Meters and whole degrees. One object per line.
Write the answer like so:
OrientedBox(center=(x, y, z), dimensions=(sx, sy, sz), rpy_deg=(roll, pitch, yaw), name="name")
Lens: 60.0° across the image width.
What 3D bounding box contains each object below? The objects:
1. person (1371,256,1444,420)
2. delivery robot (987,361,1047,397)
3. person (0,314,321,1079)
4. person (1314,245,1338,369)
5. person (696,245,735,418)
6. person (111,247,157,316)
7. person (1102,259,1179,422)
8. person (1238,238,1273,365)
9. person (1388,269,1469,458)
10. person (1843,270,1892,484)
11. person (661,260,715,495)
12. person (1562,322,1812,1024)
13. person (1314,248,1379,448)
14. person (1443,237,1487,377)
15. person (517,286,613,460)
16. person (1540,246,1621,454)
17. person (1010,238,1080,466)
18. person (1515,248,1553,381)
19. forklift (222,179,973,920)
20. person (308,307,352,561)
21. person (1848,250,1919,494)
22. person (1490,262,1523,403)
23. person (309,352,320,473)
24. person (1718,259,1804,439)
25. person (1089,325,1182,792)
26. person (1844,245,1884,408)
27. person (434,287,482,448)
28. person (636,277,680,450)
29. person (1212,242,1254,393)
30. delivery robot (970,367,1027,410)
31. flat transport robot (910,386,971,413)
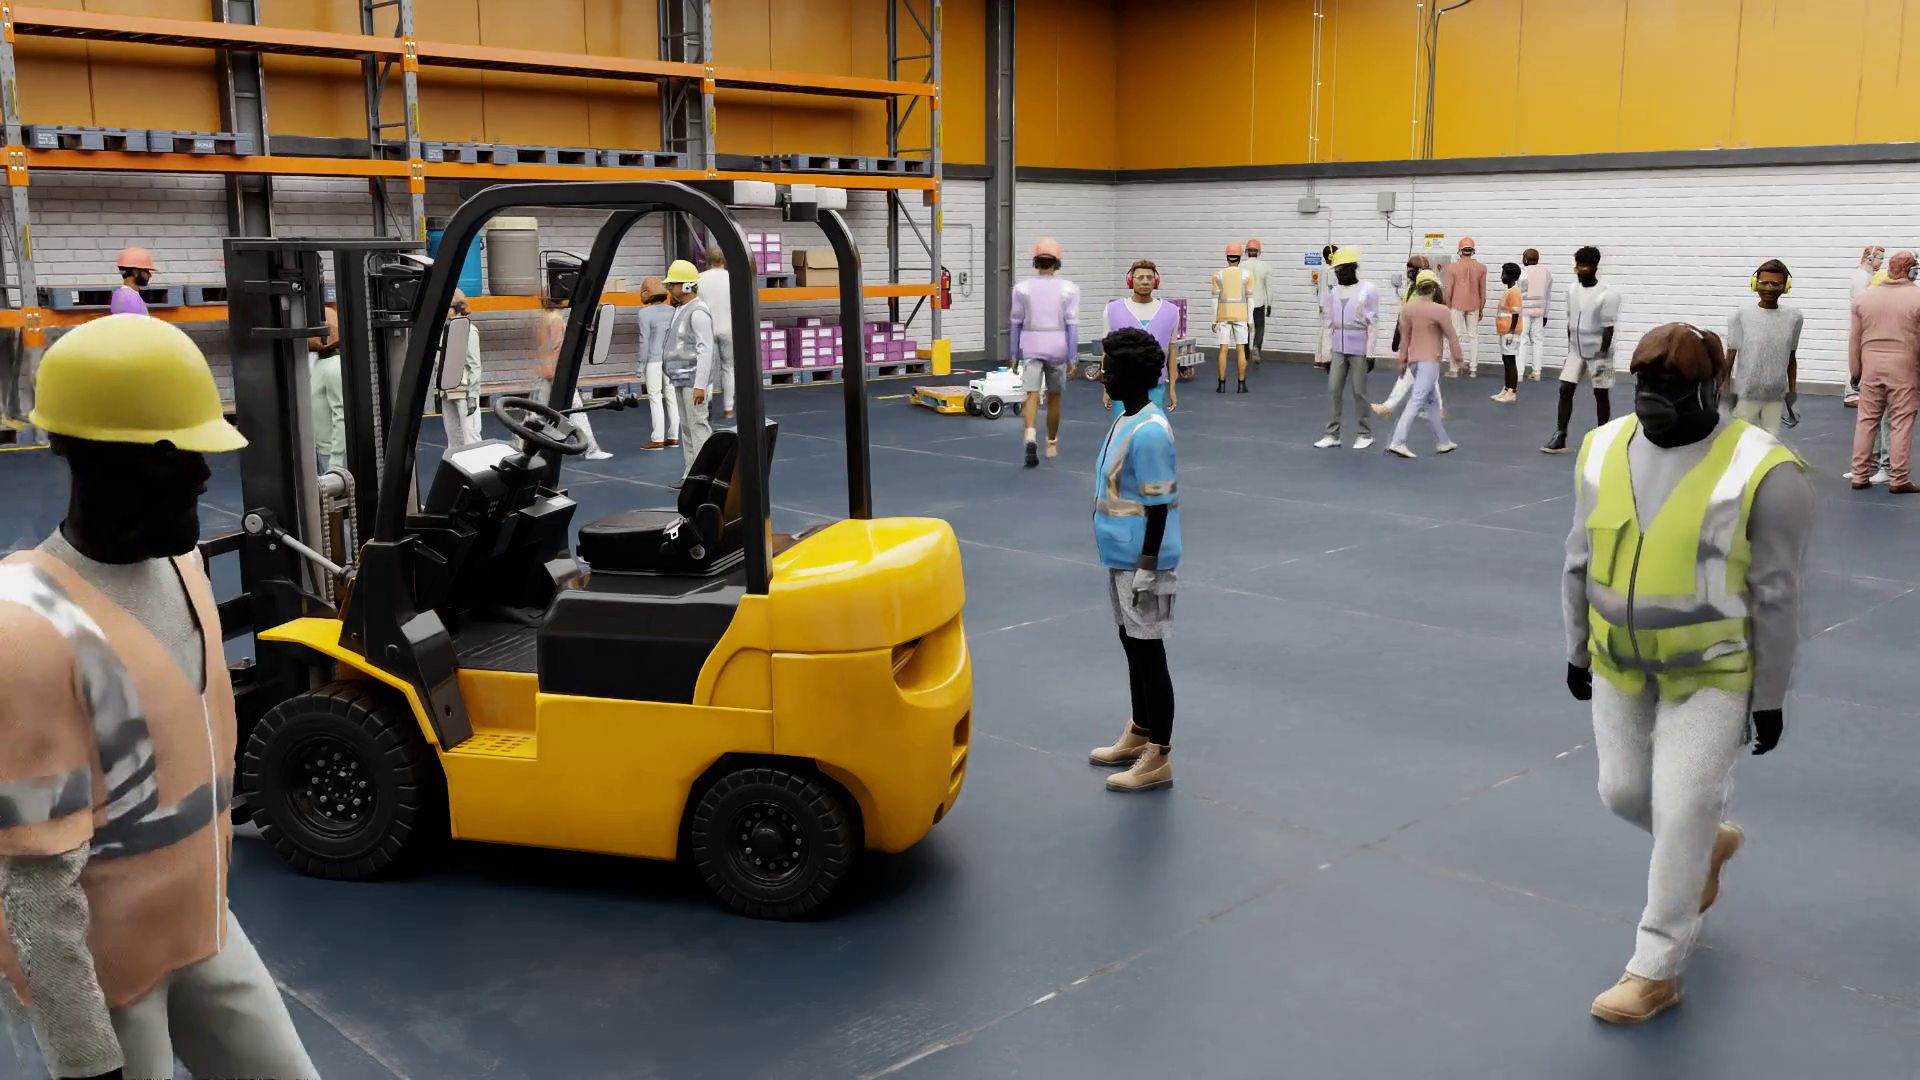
OrientedBox(center=(4.946, -2.210, 18.265), dimensions=(0.959, 1.789, 0.657), rpy_deg=(-2, 11, -9), name="person")
OrientedBox(center=(0.667, -1.850, 19.433), dimensions=(0.707, 0.478, 0.477), rpy_deg=(0, 10, -1), name="delivery robot")
OrientedBox(center=(-1.248, 0.613, 2.555), dimensions=(0.429, 1.906, 0.605), rpy_deg=(0, 10, -2), name="person")
OrientedBox(center=(5.607, -3.541, 25.346), dimensions=(0.328, 1.862, 0.518), rpy_deg=(-2, 11, -11), name="person")
OrientedBox(center=(-2.642, -2.265, 18.218), dimensions=(0.647, 1.921, 0.752), rpy_deg=(-1, 10, -3), name="person")
OrientedBox(center=(-6.766, -1.442, 13.719), dimensions=(0.391, 1.929, 0.561), rpy_deg=(-6, 12, -30), name="person")
OrientedBox(center=(1.317, -1.125, 12.199), dimensions=(0.565, 1.850, 0.390), rpy_deg=(-1, 10, -4), name="person")
OrientedBox(center=(4.502, -3.663, 25.690), dimensions=(0.644, 1.977, 0.700), rpy_deg=(2, 11, 12), name="person")
OrientedBox(center=(4.280, -1.617, 15.266), dimensions=(0.912, 1.713, 0.594), rpy_deg=(-5, 12, -25), name="person")
OrientedBox(center=(7.527, -1.330, 13.614), dimensions=(0.325, 1.740, 0.492), rpy_deg=(0, 10, 0), name="person")
OrientedBox(center=(-2.110, -1.248, 12.918), dimensions=(0.403, 1.830, 0.600), rpy_deg=(-5, 11, -25), name="person")
OrientedBox(center=(1.950, 0.318, 4.442), dimensions=(0.775, 1.815, 0.644), rpy_deg=(-8, 13, -36), name="person")
OrientedBox(center=(3.721, -1.795, 15.825), dimensions=(0.486, 1.917, 0.602), rpy_deg=(-8, 13, -38), name="person")
OrientedBox(center=(7.185, -3.311, 23.723), dimensions=(0.612, 1.996, 0.389), rpy_deg=(0, 10, -2), name="person")
OrientedBox(center=(-3.607, -1.490, 14.881), dimensions=(0.850, 1.600, 0.523), rpy_deg=(-4, 11, -21), name="person")
OrientedBox(center=(5.732, -1.724, 15.272), dimensions=(0.810, 1.917, 0.605), rpy_deg=(-7, 12, -32), name="person")
OrientedBox(center=(0.741, -1.666, 14.745), dimensions=(0.614, 2.012, 0.964), rpy_deg=(1, 10, 7), name="person")
OrientedBox(center=(7.902, -3.128, 23.147), dimensions=(0.626, 1.843, 0.430), rpy_deg=(-2, 11, -12), name="person")
OrientedBox(center=(-1.114, -0.058, 5.440), dimensions=(2.313, 2.155, 1.214), rpy_deg=(2, 11, 13), name="forklift")
OrientedBox(center=(-3.480, -0.469, 9.214), dimensions=(0.279, 1.633, 0.505), rpy_deg=(-6, 12, -28), name="person")
OrientedBox(center=(7.365, -1.323, 13.124), dimensions=(0.403, 1.906, 0.651), rpy_deg=(-8, 13, -37), name="person")
OrientedBox(center=(6.648, -2.509, 20.162), dimensions=(0.315, 1.697, 0.553), rpy_deg=(2, 11, 9), name="person")
OrientedBox(center=(-5.638, -1.500, 14.040), dimensions=(0.687, 1.922, 0.547), rpy_deg=(-9, 13, -39), name="person")
OrientedBox(center=(5.342, -0.931, 11.102), dimensions=(0.533, 1.864, 0.314), rpy_deg=(0, 10, 1), name="person")
OrientedBox(center=(0.643, 0.069, 6.095), dimensions=(0.318, 1.698, 0.539), rpy_deg=(-1, 10, -5), name="person")
OrientedBox(center=(10.657, -2.504, 19.577), dimensions=(0.408, 1.905, 0.641), rpy_deg=(6, 12, 29), name="person")
OrientedBox(center=(-3.763, -1.072, 12.484), dimensions=(0.513, 1.640, 0.308), rpy_deg=(9, 14, 41), name="person")
OrientedBox(center=(-2.865, -1.669, 15.755), dimensions=(0.283, 1.633, 0.498), rpy_deg=(7, 12, 33), name="person")
OrientedBox(center=(3.496, -2.846, 21.347), dimensions=(0.542, 1.938, 0.358), rpy_deg=(2, 11, 12), name="person")
OrientedBox(center=(0.476, -1.681, 18.511), dimensions=(0.707, 0.478, 0.477), rpy_deg=(-5, 11, -26), name="delivery robot")
OrientedBox(center=(-0.074, -1.643, 19.334), dimensions=(0.652, 0.197, 1.431), rpy_deg=(-3, 11, -18), name="flat transport robot")
